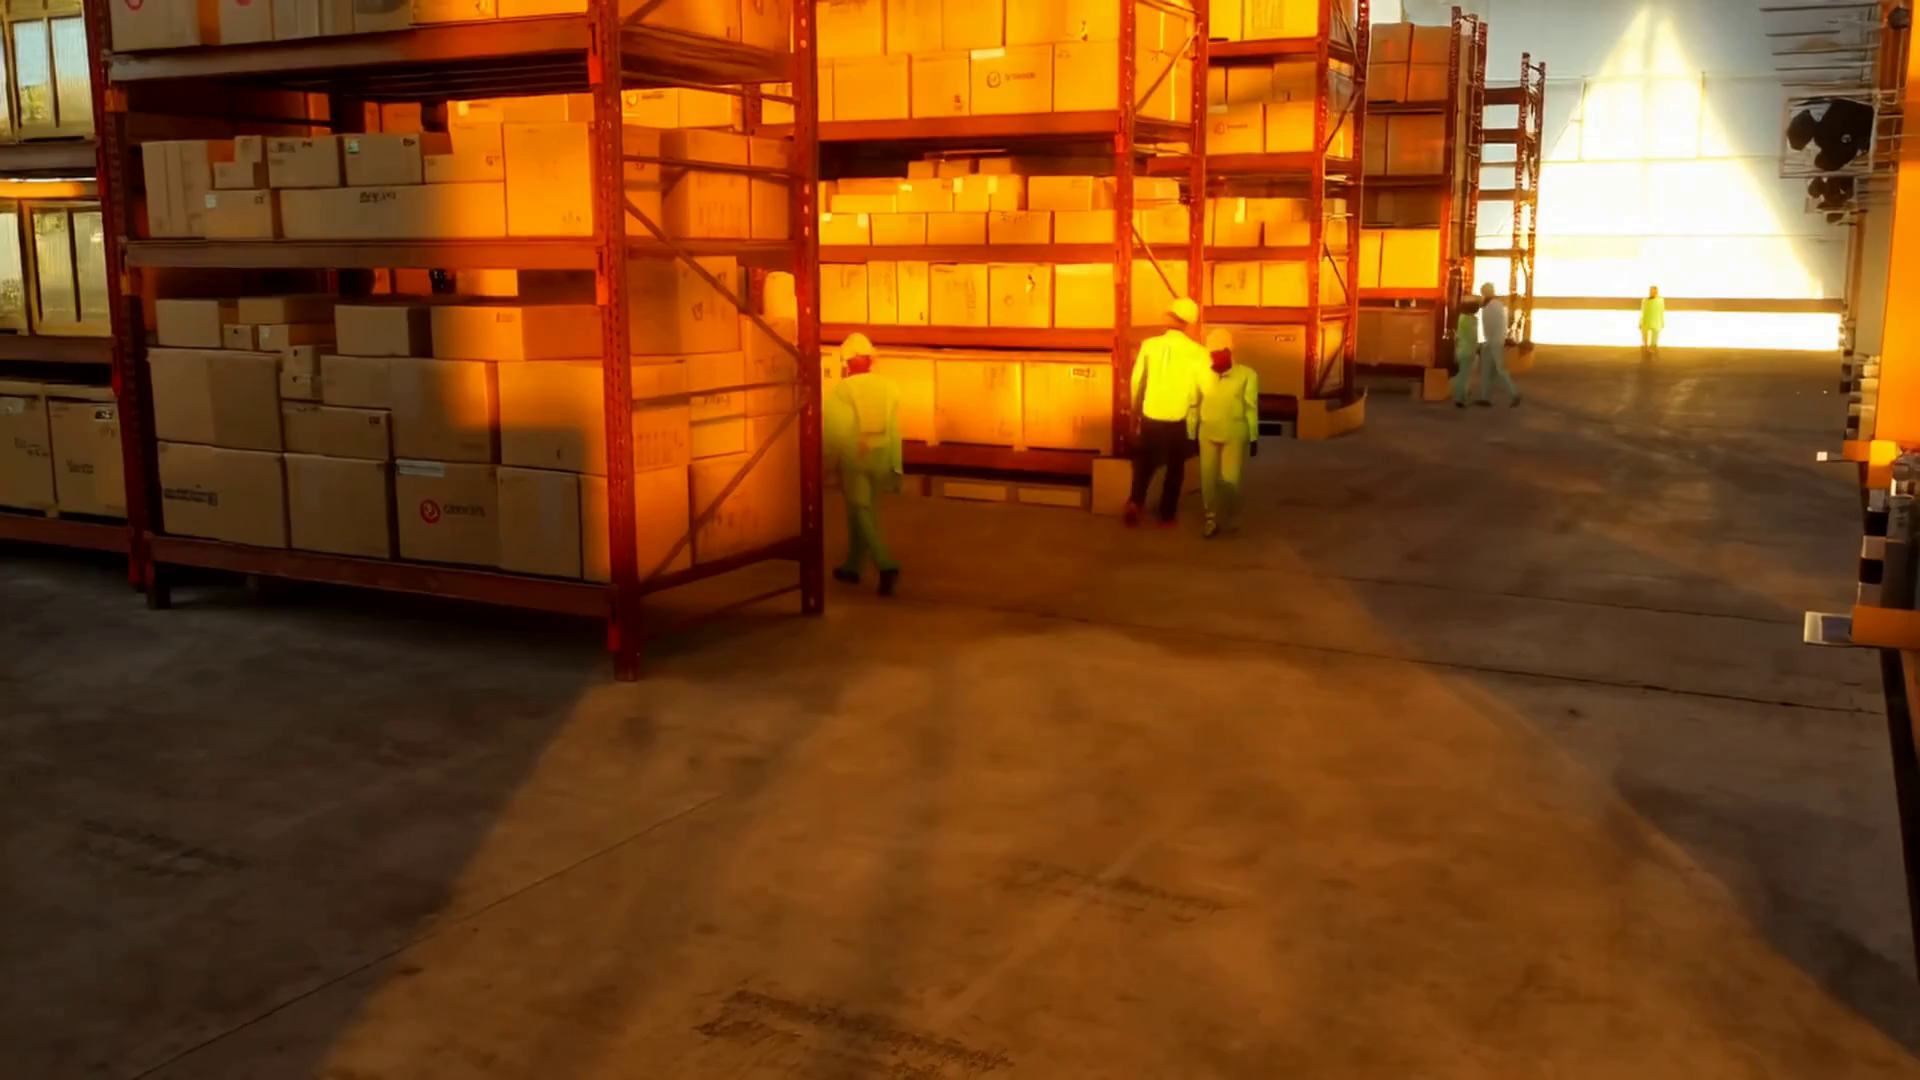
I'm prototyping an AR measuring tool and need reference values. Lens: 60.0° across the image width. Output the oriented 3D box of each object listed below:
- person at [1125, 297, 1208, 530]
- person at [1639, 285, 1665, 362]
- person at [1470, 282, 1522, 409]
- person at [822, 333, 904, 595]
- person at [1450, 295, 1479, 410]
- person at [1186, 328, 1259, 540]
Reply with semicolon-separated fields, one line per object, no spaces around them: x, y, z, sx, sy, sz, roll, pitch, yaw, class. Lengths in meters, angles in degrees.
1.755;-1.056;14.024;0.663;1.959;0.647;5;11;28;person
14.767;-4.608;35.501;0.513;1.645;0.307;6;11;29;person
8.143;-2.931;25.075;0.713;1.907;0.650;2;10;13;person
-0.655;-0.529;11.473;0.599;1.795;0.902;-8;12;-37;person
7.554;-2.817;24.943;0.523;1.708;0.563;-3;10;-19;person
2.124;-0.858;13.522;0.597;1.725;0.379;3;10;19;person
